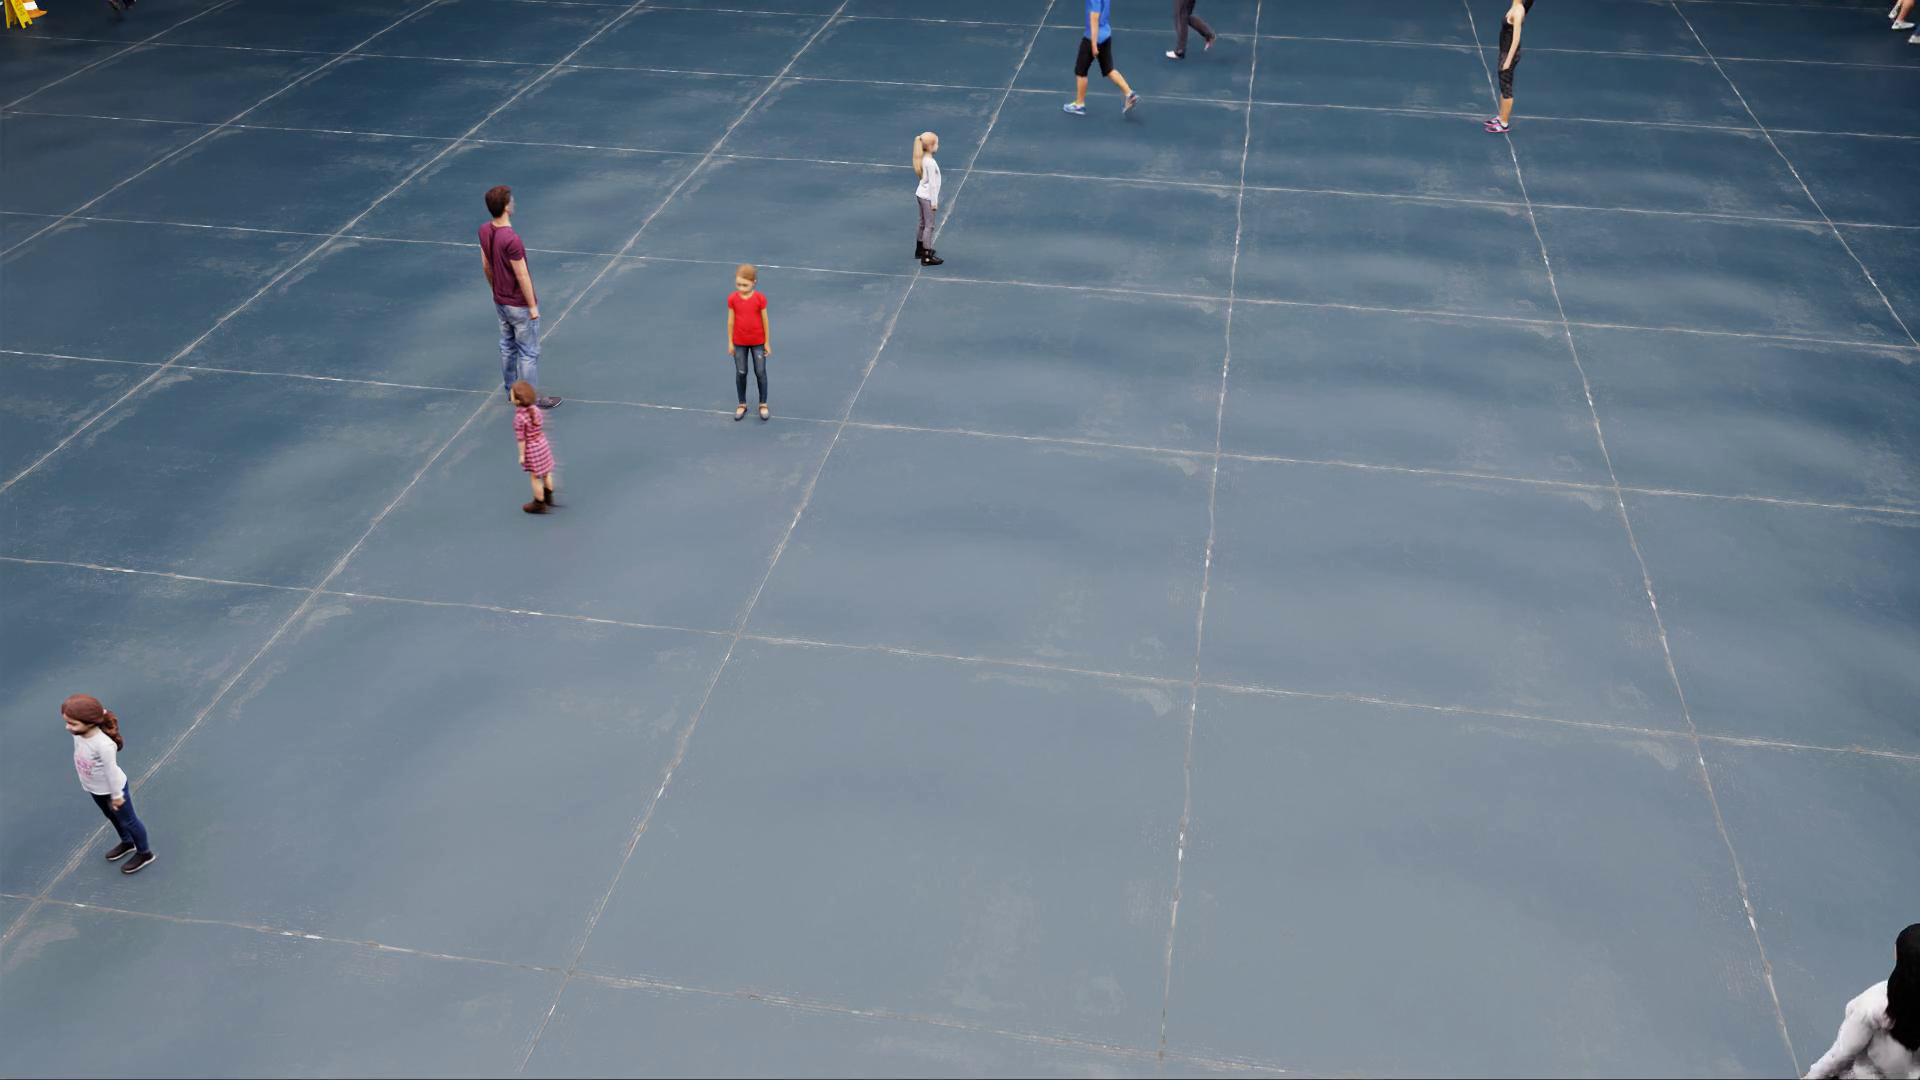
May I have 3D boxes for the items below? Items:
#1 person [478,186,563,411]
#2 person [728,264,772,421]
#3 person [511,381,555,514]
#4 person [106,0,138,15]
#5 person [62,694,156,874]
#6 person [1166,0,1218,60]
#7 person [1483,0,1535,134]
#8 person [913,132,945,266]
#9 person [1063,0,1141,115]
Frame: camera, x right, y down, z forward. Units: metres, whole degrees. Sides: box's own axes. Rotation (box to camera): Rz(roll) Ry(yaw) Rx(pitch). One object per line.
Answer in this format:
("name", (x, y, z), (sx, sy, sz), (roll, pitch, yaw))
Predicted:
("person", (-3.560, -1.924, 13.257), (0.670, 1.850, 0.805), (24, 39, 33))
("person", (-1.676, -1.589, 13.234), (0.479, 1.307, 0.582), (0, 32, 0))
("person", (-3.104, -0.681, 12.064), (0.473, 1.020, 0.457), (11, 34, 17))
("person", (-12.025, -8.363, 23.513), (1.051, 1.797, 0.763), (2, 32, 3))
("person", (-4.547, 1.282, 8.869), (0.484, 1.108, 0.560), (18, 36, 26))
("person", (3.063, -7.172, 21.569), (0.950, 1.858, 0.801), (14, 35, 21))
("person", (6.350, -5.580, 19.168), (0.523, 1.727, 0.563), (7, 33, 10))
("person", (-0.324, -3.285, 15.953), (0.599, 1.275, 0.562), (-11, 34, -17))
("person", (1.703, -5.866, 19.515), (1.257, 1.840, 0.905), (17, 36, 25))
